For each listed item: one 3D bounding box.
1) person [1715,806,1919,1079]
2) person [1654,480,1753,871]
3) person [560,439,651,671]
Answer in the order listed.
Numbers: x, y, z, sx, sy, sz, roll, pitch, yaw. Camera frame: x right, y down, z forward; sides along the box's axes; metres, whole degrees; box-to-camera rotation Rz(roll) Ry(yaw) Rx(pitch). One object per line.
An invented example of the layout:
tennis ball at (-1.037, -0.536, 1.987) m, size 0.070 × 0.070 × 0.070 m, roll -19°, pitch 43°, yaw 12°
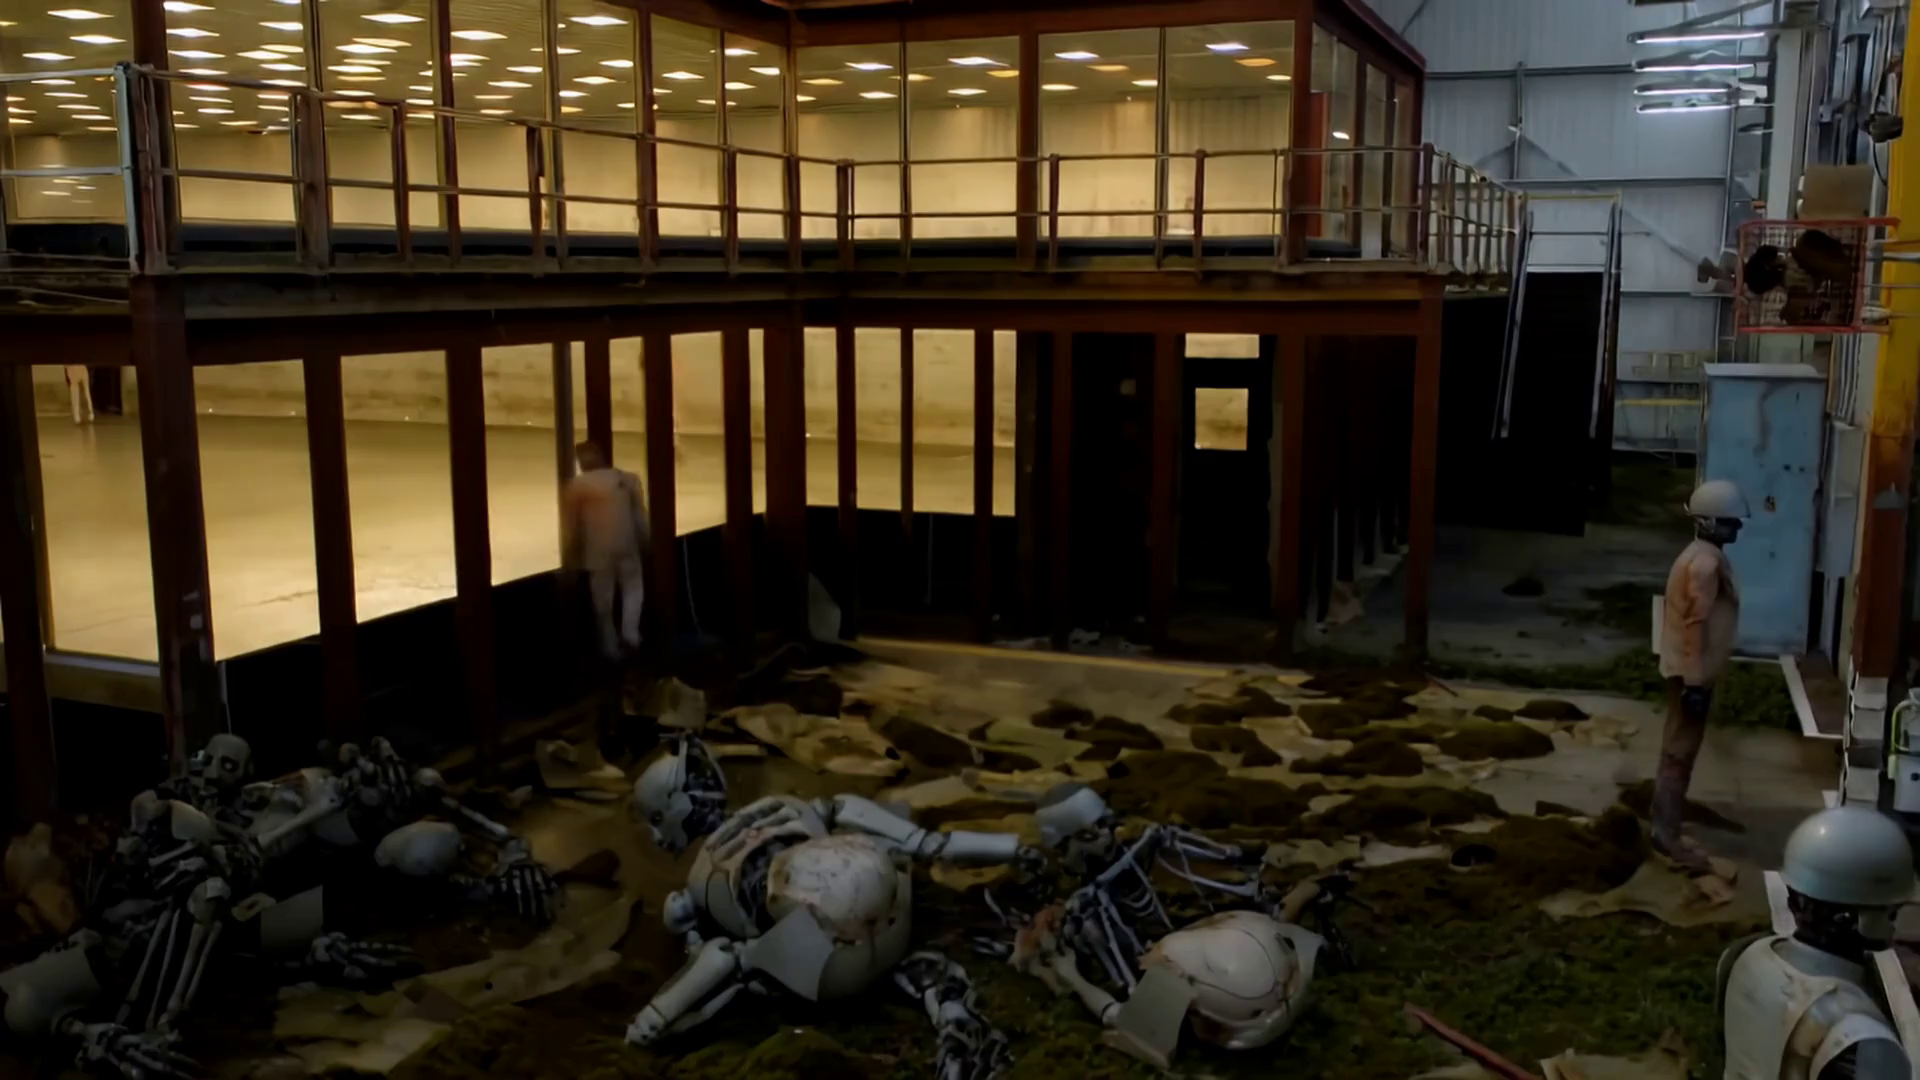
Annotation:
person at (1.823, 1.516, 3.584) m, size 0.389 × 1.949 × 0.602 m, roll 0°, pitch 9°, yaw -1°
person at (3.823, 0.680, 8.596) m, size 0.391 × 1.995 × 0.613 m, roll 5°, pitch 11°, yaw 30°
person at (-2.661, 0.127, 12.591) m, size 0.651 × 1.807 × 0.472 m, roll 0°, pitch 9°, yaw -2°
